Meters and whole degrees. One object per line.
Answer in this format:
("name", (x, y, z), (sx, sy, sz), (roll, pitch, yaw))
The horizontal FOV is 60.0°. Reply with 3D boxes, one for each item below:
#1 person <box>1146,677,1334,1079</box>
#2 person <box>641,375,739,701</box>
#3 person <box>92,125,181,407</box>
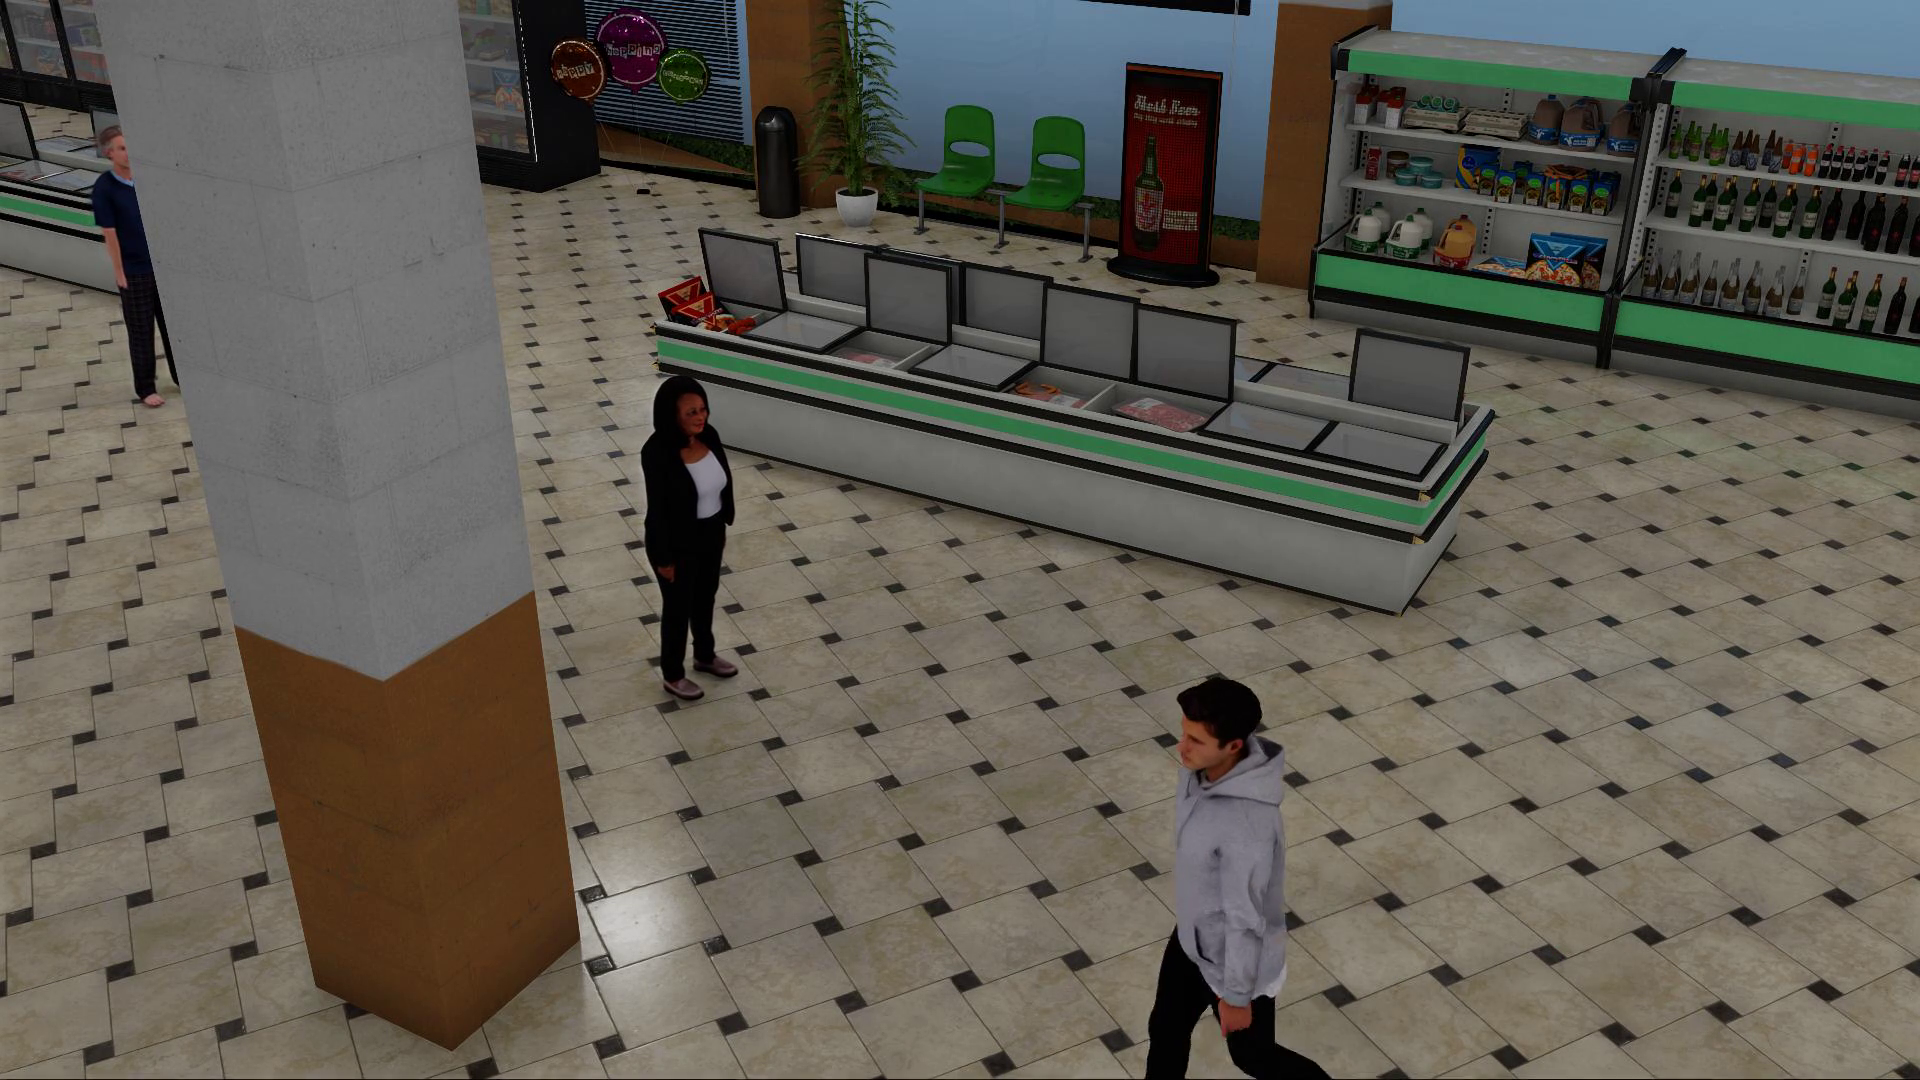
("person", (0.920, 1.228, 5.057), (1.319, 1.884, 1.236), (-5, 27, -9))
("person", (-1.290, -0.020, 7.816), (0.617, 1.615, 0.622), (13, 30, 24))
("person", (-5.444, -1.829, 11.100), (0.582, 1.870, 0.684), (20, 33, 34))
